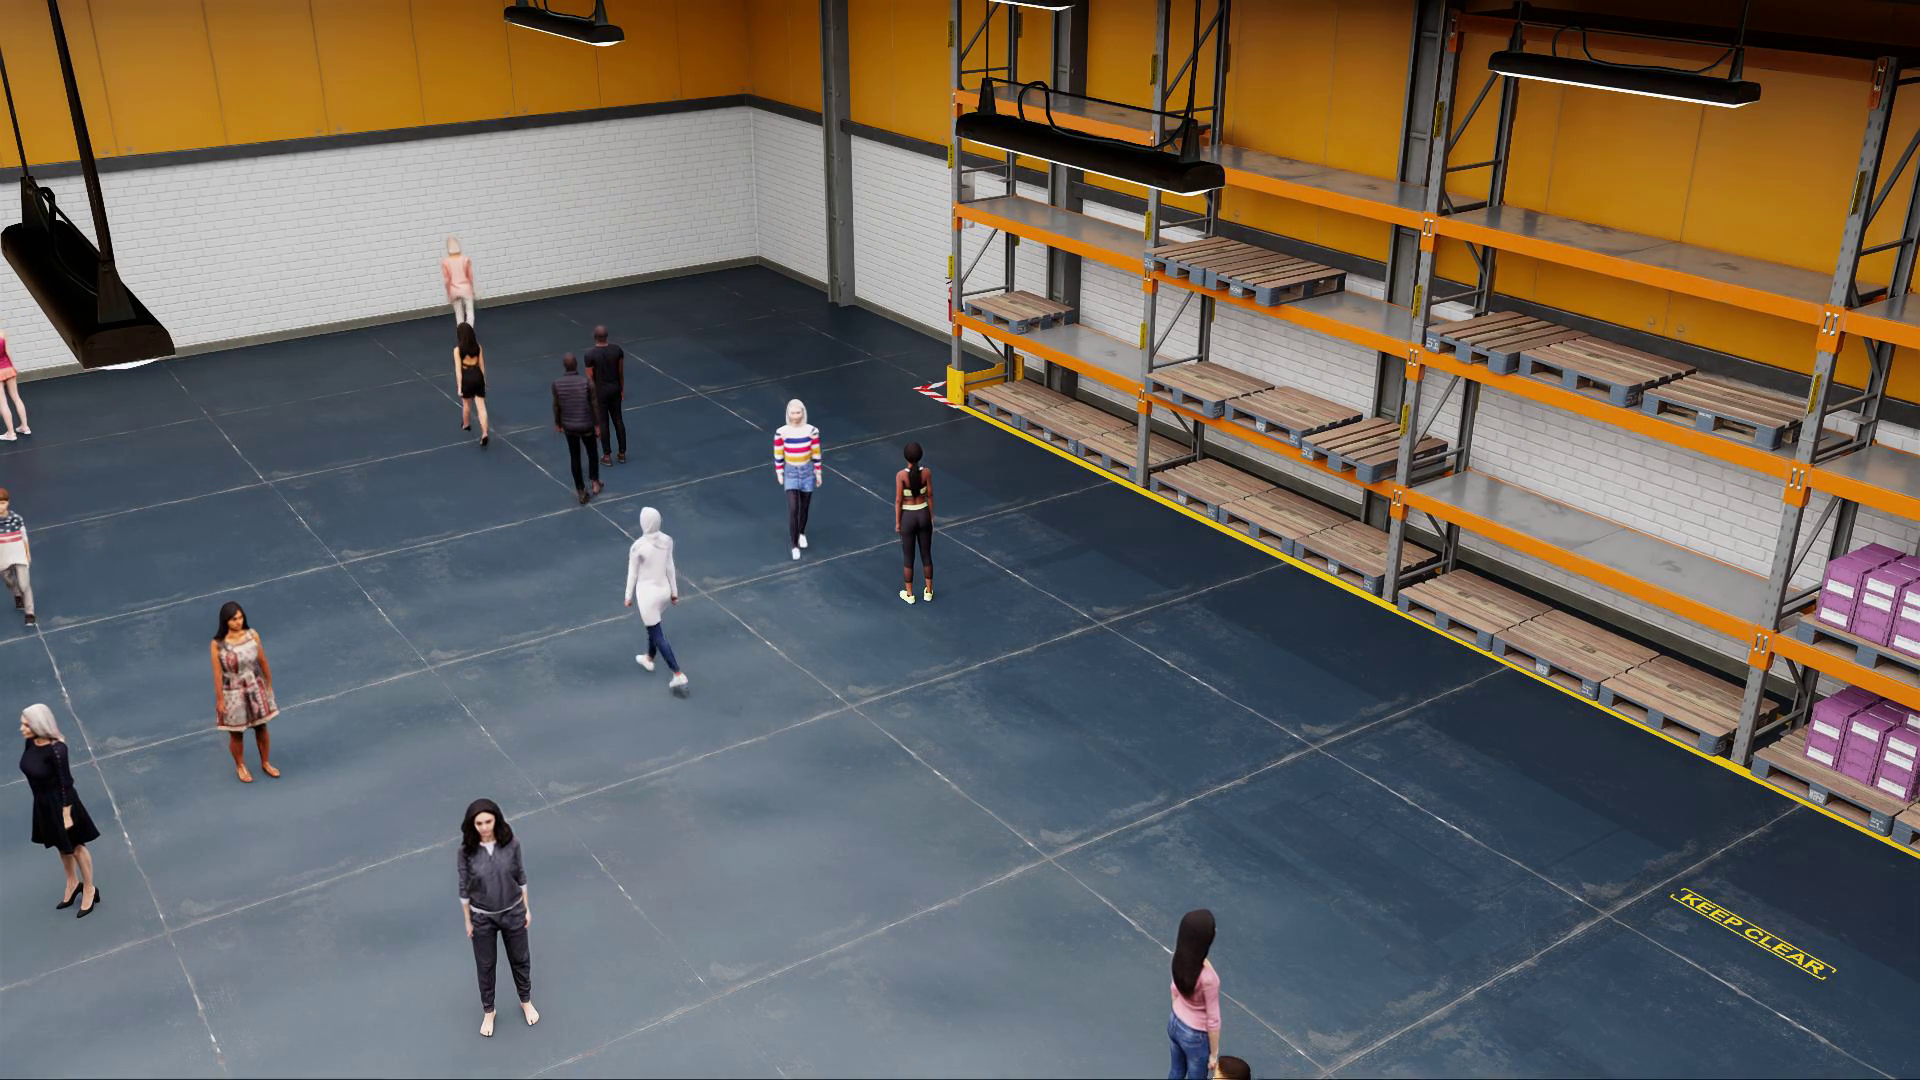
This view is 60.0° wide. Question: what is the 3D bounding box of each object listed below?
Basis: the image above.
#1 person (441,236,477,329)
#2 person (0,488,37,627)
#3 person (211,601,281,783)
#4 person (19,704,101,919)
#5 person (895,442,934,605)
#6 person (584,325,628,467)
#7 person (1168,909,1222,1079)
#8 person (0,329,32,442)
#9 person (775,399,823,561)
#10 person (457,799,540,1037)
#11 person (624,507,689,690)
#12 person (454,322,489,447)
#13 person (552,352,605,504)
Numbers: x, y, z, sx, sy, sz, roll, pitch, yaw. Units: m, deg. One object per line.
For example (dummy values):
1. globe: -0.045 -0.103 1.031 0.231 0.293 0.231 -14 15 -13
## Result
1. person: -7.684 -3.809 25.599 0.746 1.717 0.879 -7 25 -15
2. person: -9.692 0.133 16.961 0.649 1.413 1.002 -9 25 -20
3. person: -6.091 1.273 14.070 0.692 1.640 0.627 -21 31 -39
4. person: -6.680 1.988 12.300 0.638 1.747 0.745 13 27 27
5. person: -0.461 -0.182 17.256 0.626 1.754 0.613 -6 24 -14
6. person: -4.445 -1.832 20.947 0.658 1.820 0.547 -15 28 -31
7. person: 1.400 2.968 10.066 0.670 1.742 0.477 -11 26 -24
8. person: -12.605 -2.192 21.854 0.714 1.754 0.671 8 25 17
9. person: -1.783 -0.727 18.471 0.874 1.780 1.067 -6 24 -13
10. person: -3.104 2.487 11.137 0.634 1.765 0.579 -10 25 -21
11. person: -2.822 0.574 15.538 1.171 1.746 0.787 20 30 37
12. person: -6.282 -1.974 21.544 0.599 1.602 1.036 -16 28 -33
13. person: -4.553 -1.313 19.759 0.938 1.822 0.998 0 24 0
